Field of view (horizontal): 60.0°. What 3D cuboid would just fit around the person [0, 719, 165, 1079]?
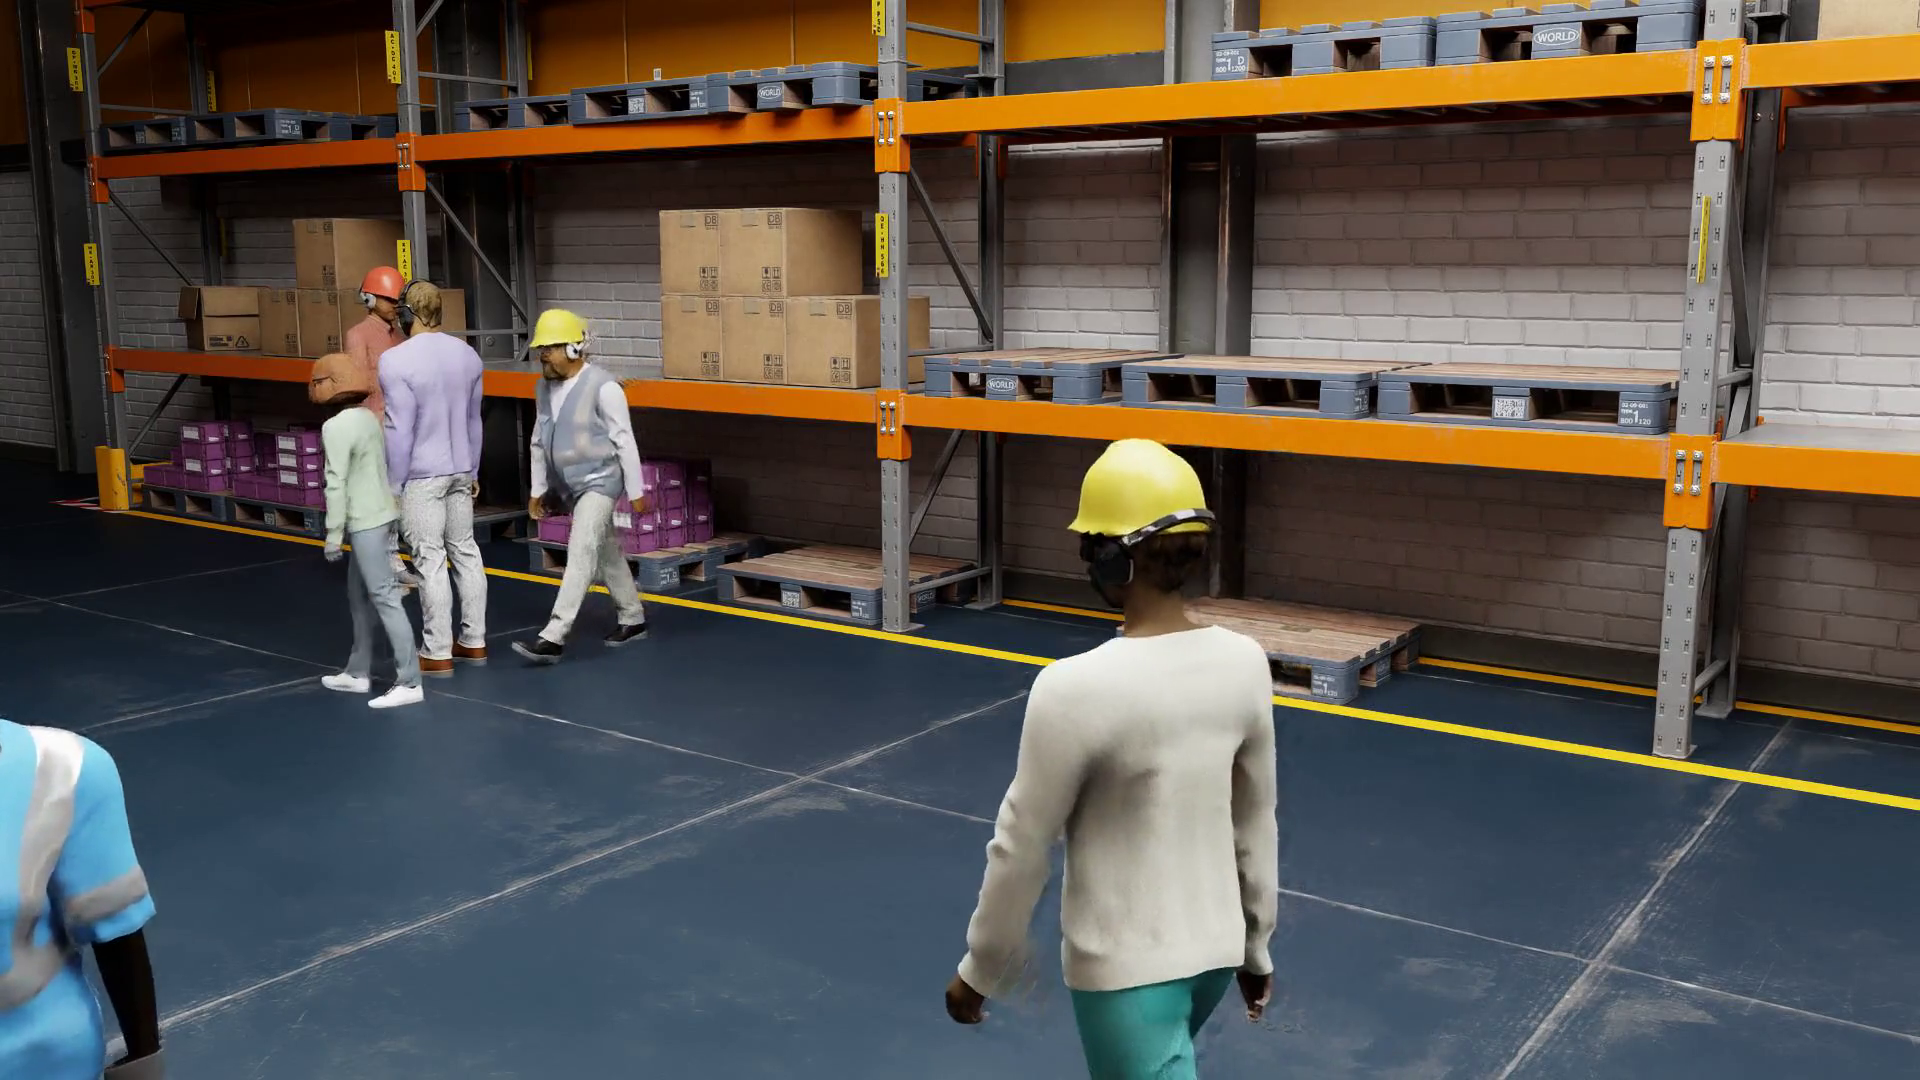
[{"bbox_3d":[-1.396,0.810,2.314,0.548,1.665,0.716,-7,12,-34],"label":"person"}]

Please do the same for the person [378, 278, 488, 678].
[{"bbox_3d":[-2.568,-0.298,8.119,0.355,1.938,0.634,5,11,25],"label":"person"}]

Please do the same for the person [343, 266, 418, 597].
[{"bbox_3d":[-3.483,-0.654,10.096,0.391,1.987,0.608,1,10,5],"label":"person"}]

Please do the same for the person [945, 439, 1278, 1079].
[{"bbox_3d":[0.262,0.691,2.857,0.541,1.719,0.894,-8,13,-41],"label":"person"}]

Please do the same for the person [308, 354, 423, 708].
[{"bbox_3d":[-2.743,-0.043,7.606,0.556,1.600,0.509,-1,10,-3],"label":"person"}]

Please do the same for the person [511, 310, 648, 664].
[{"bbox_3d":[-1.956,-0.275,8.454,0.594,1.771,0.943,8,12,40],"label":"person"}]
